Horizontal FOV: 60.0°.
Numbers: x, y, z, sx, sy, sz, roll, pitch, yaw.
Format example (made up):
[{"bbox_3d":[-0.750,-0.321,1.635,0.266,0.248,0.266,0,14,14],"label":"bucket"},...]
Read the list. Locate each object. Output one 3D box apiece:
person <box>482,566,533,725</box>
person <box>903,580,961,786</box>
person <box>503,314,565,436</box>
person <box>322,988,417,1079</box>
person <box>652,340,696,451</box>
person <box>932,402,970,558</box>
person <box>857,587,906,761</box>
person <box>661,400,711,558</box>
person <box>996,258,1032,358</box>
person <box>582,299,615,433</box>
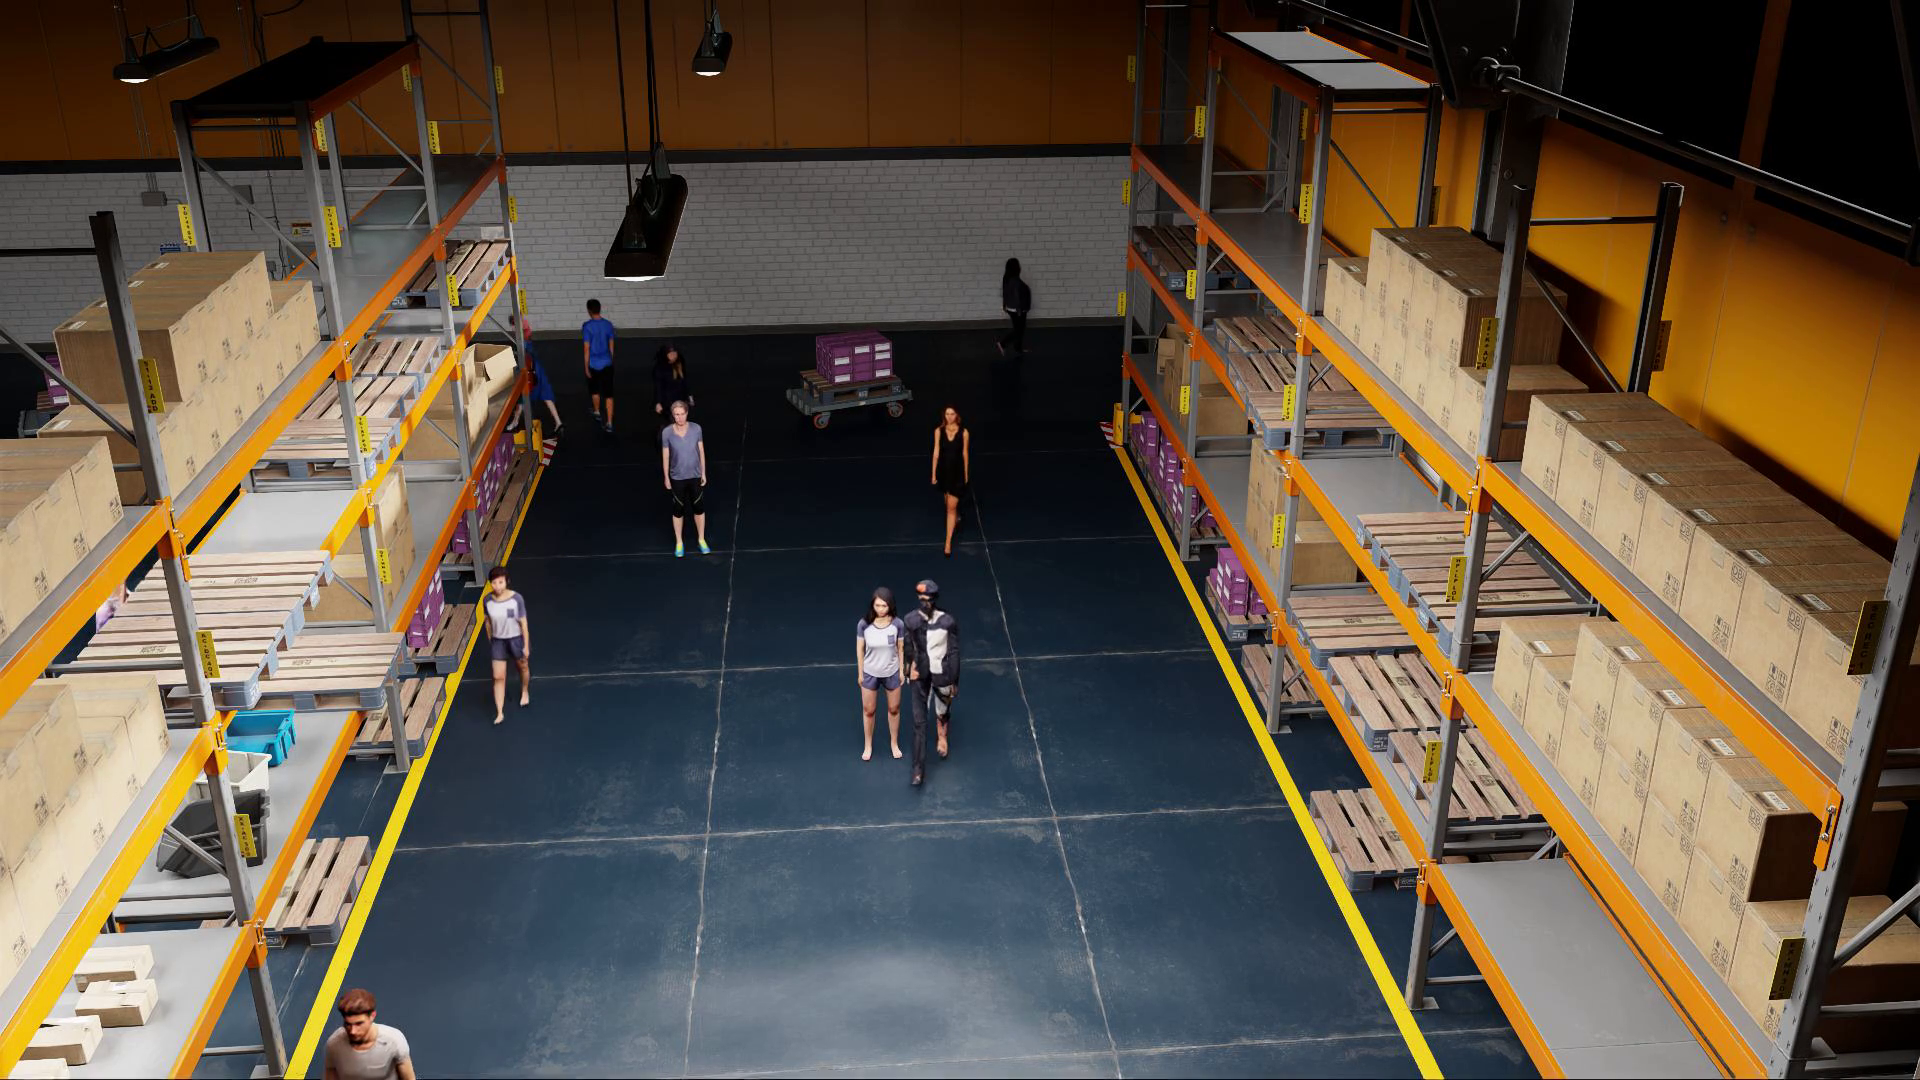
[{"bbox_3d":[-4.315,0.931,15.970,0.560,1.529,0.925,-2,24,-4],"label":"person"},{"bbox_3d":[-0.225,1.206,14.954,0.815,1.841,1.237,2,24,5],"label":"person"},{"bbox_3d":[-5.816,-2.212,22.871,0.835,1.762,1.089,2,24,4],"label":"person"},{"bbox_3d":[-3.461,3.387,9.949,0.781,1.854,1.132,2,24,3],"label":"person"},{"bbox_3d":[-3.914,-1.864,22.241,1.174,1.629,1.155,15,28,31],"label":"person"},{"bbox_3d":[-0.090,-0.750,19.481,0.776,1.798,1.198,4,24,8],"label":"person"},{"bbox_3d":[-0.712,1.195,15.145,0.589,1.707,0.518,-2,24,-6],"label":"person"},{"bbox_3d":[-3.187,-0.731,19.332,0.695,1.883,0.656,-8,25,-18],"label":"person"},{"bbox_3d":[0.832,-3.677,26.448,0.850,1.581,0.884,-8,25,-18],"label":"person"},{"bbox_3d":[-4.975,-2.385,23.204,0.905,1.813,1.205,-12,26,-26],"label":"person"}]
